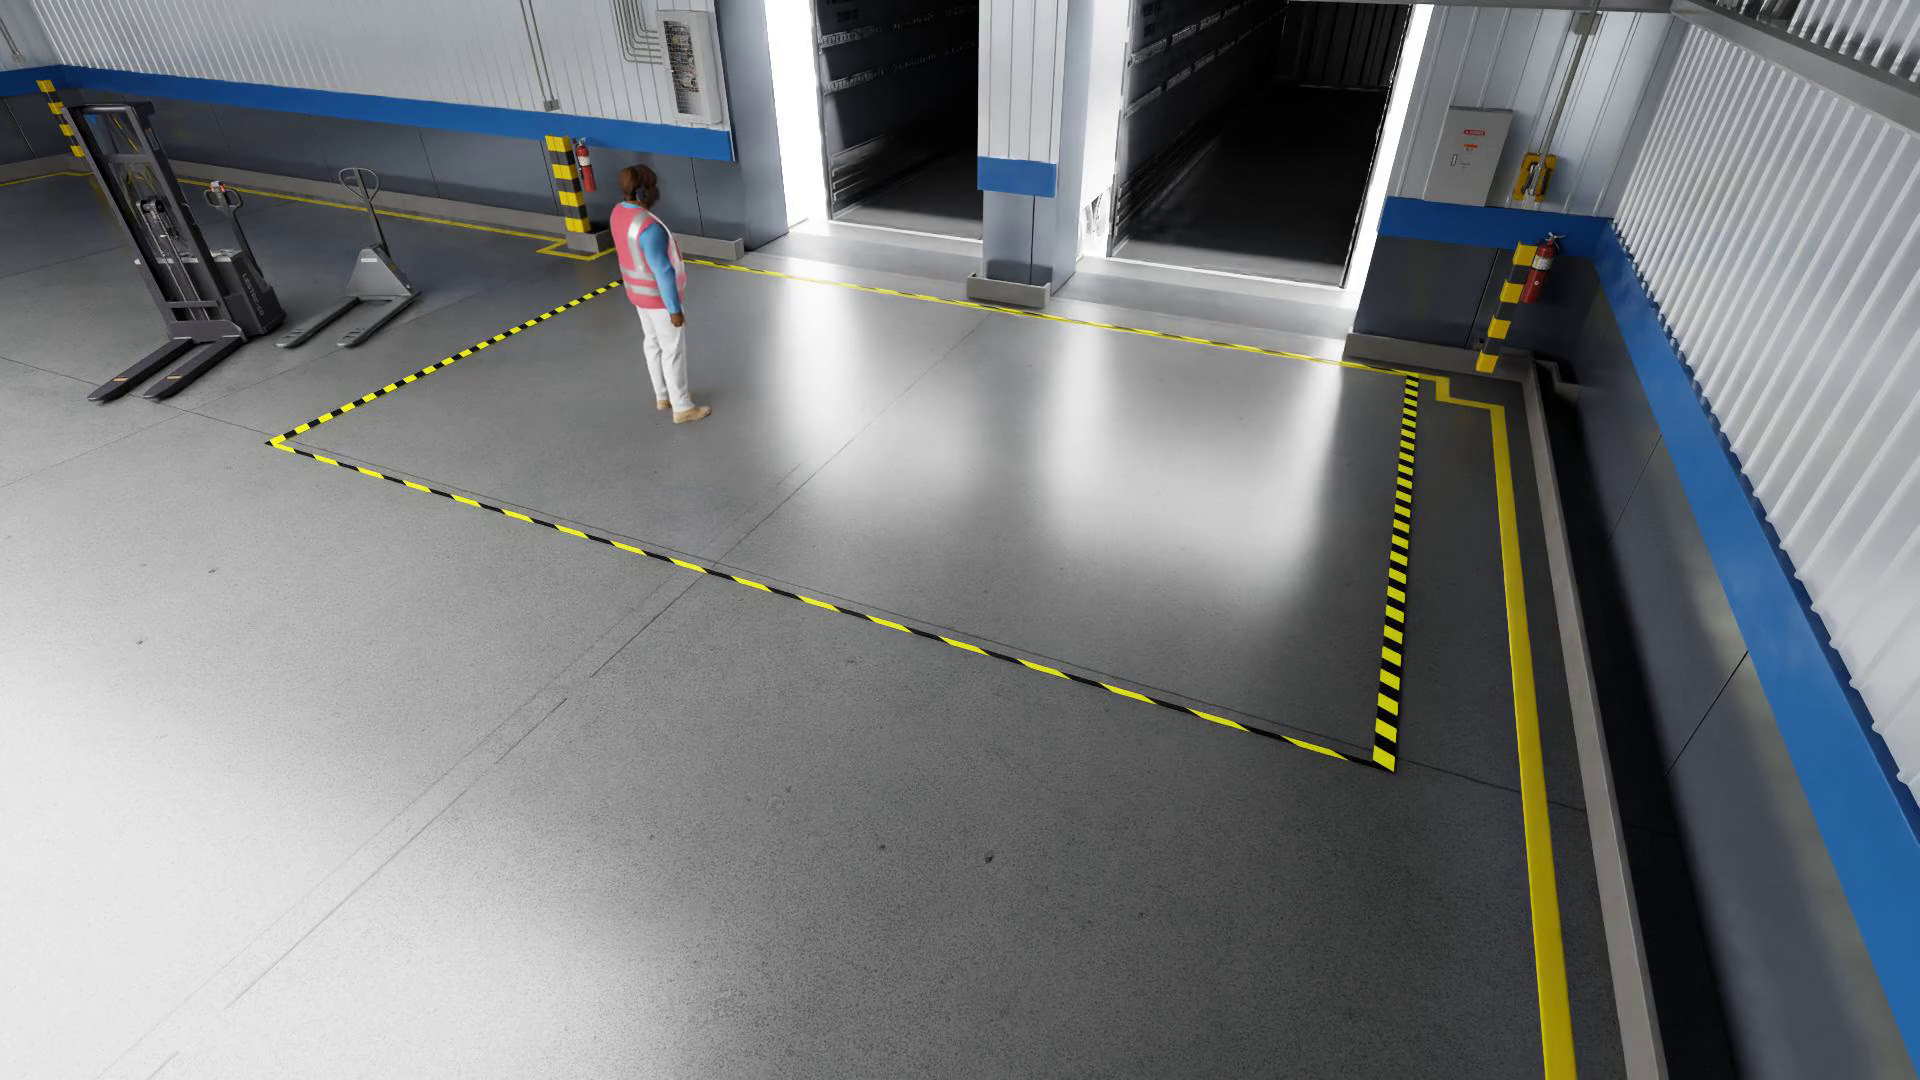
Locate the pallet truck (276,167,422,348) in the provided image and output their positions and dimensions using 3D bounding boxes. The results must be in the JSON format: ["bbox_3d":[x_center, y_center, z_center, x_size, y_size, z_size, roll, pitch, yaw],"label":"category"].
[{"bbox_3d":[-5.732,-2.611,8.414,0.680,1.201,1.601,-1,35,-1],"label":"pallet truck"}]

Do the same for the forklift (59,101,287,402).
[{"bbox_3d":[-6.686,-2.387,7.434,0.823,1.965,1.885,-3,35,-5],"label":"forklift"}]

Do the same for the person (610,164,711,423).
[{"bbox_3d":[-2.190,-1.762,6.675,0.429,1.841,0.637,-26,43,-32],"label":"person"}]
